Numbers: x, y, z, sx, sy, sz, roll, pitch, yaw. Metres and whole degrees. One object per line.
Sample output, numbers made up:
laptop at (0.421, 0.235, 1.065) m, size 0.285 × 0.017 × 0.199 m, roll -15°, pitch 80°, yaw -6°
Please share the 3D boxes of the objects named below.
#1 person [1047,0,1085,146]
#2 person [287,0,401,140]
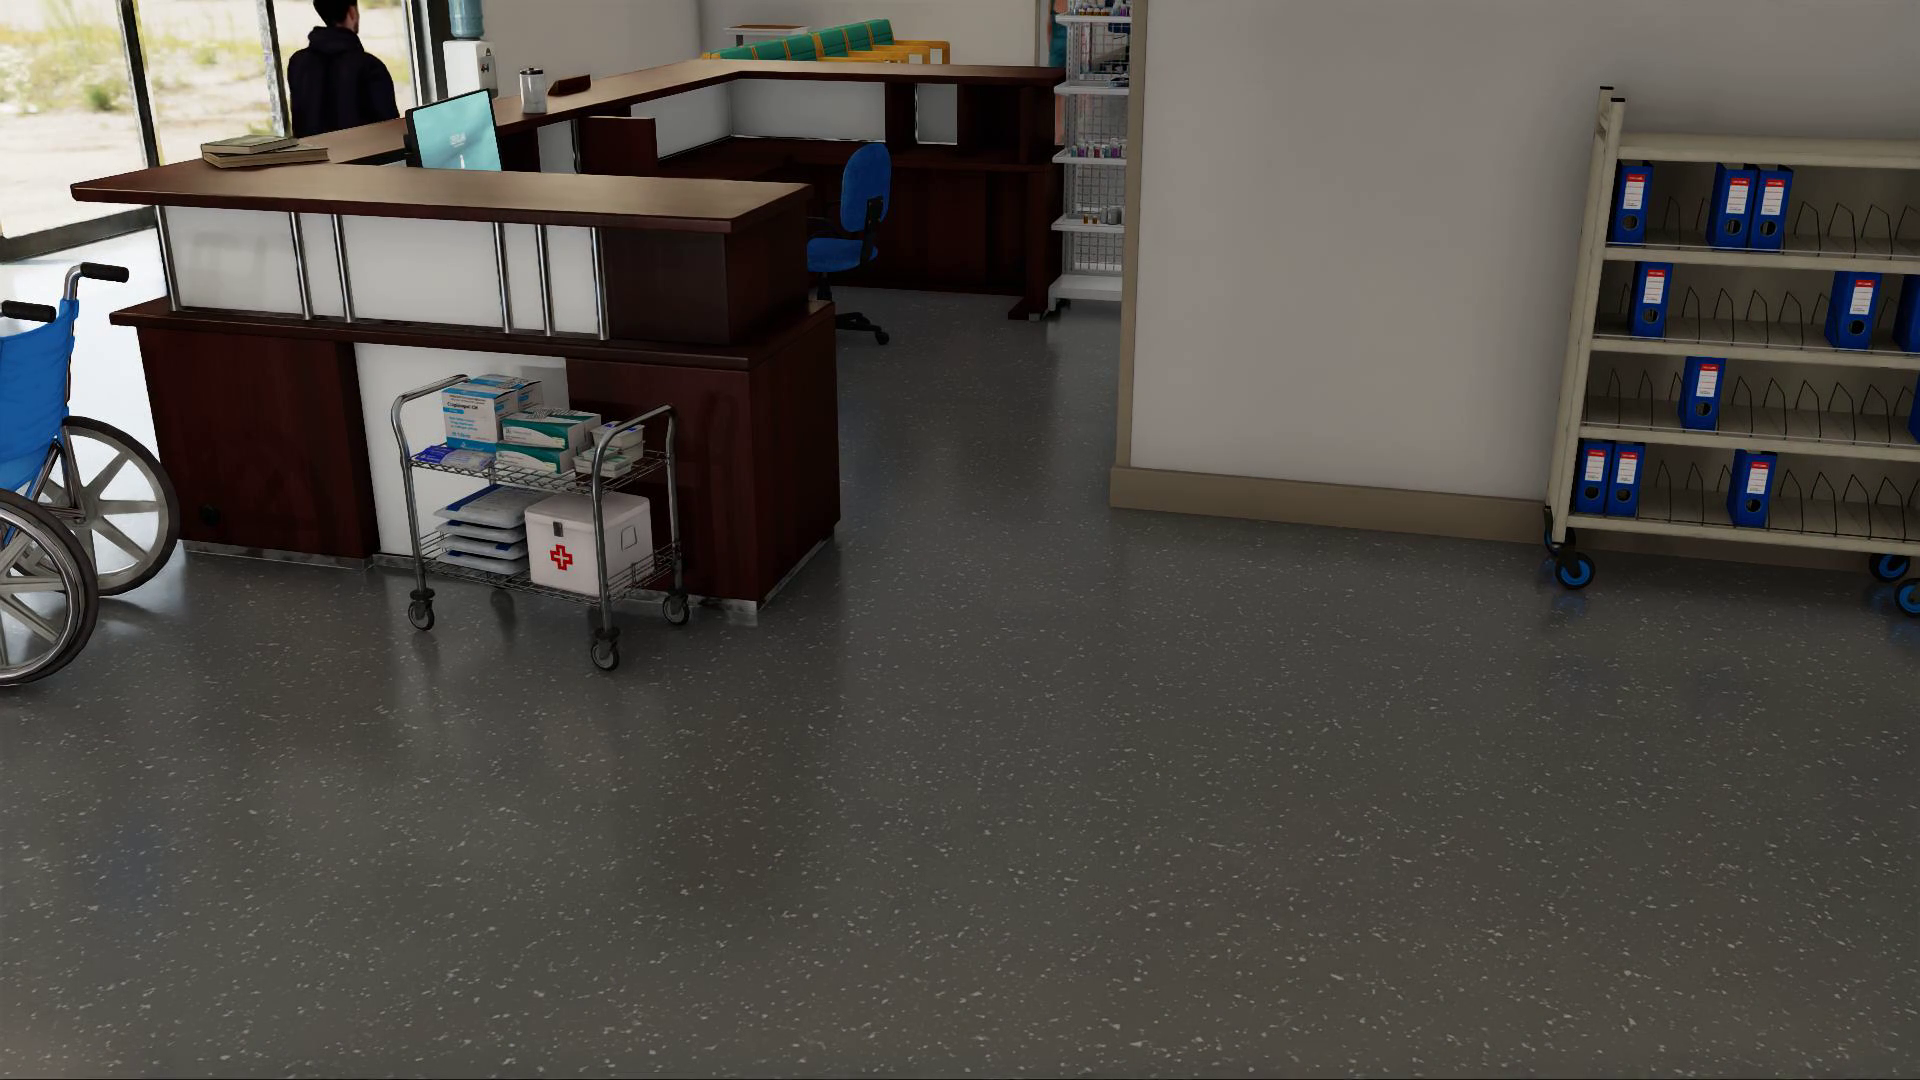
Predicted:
person at (1.058, -4.673, 16.186) m, size 0.918 × 1.634 × 0.686 m, roll 8°, pitch 22°, yaw 21°
person at (-2.938, -1.641, 7.895) m, size 1.175 × 1.838 × 0.818 m, roll 7°, pitch 22°, yaw 19°
